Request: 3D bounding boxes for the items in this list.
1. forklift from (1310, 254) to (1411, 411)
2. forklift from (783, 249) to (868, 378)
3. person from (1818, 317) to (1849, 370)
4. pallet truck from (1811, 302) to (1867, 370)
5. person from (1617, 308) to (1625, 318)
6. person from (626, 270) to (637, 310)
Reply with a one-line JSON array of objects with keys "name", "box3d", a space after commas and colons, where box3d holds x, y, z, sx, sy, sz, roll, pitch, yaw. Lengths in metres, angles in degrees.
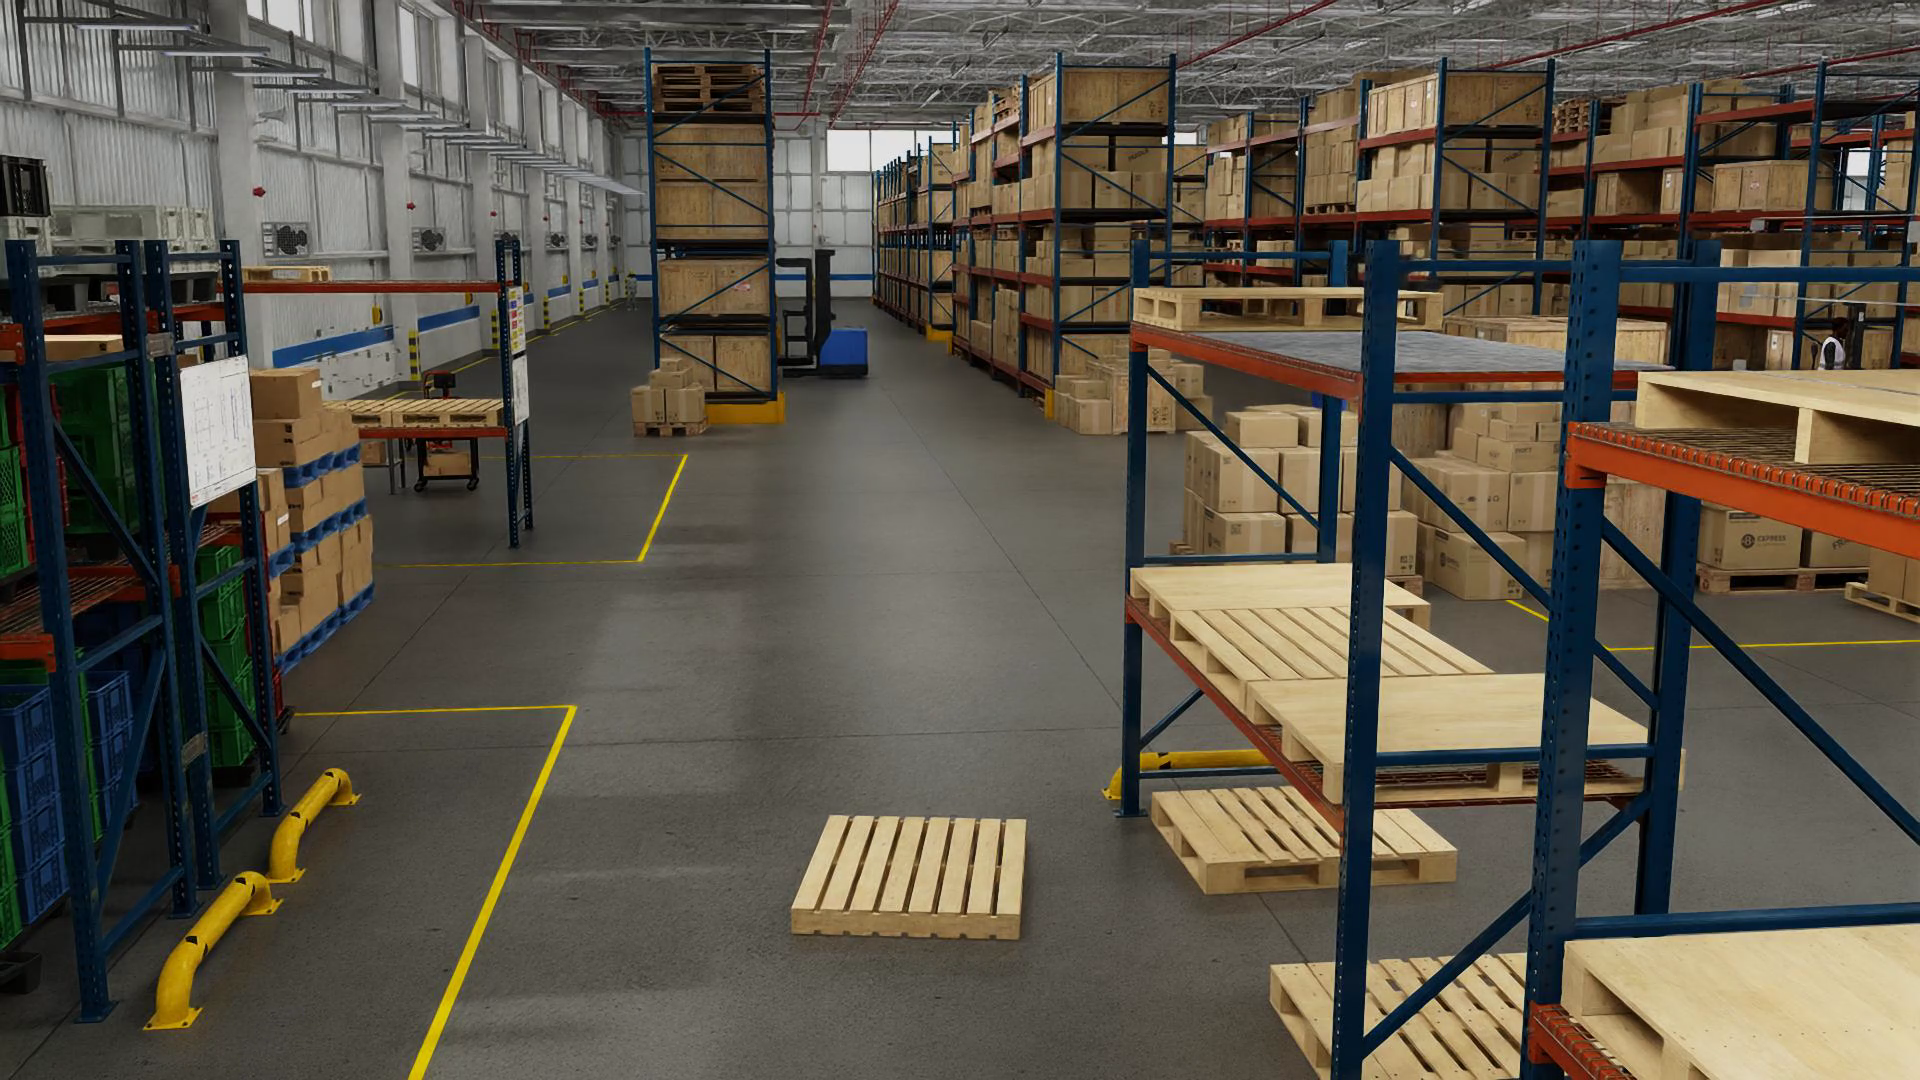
[{"name": "forklift", "box3d": [6.143, -2.853, 24.744, 1.129, 2.768, 1.873, 10, 14, 43]}, {"name": "forklift", "box3d": [-2.996, -5.013, 36.709, 1.873, 2.768, 1.129, -1, 10, -6]}, {"name": "person", "box3d": [12.887, -2.344, 24.629, 0.388, 1.910, 0.591, 7, 13, 35]}, {"name": "pallet truck", "box3d": [15.846, -3.142, 28.793, 1.885, 1.965, 0.823, 2, 10, 12]}, {"name": "person", "box3d": [11.600, -3.190, 29.490, 0.625, 1.845, 0.429, 10, 14, 43]}, {"name": "person", "box3d": [-14.187, -10.792, 71.926, 0.486, 1.737, 0.339, -8, 13, -37]}]
